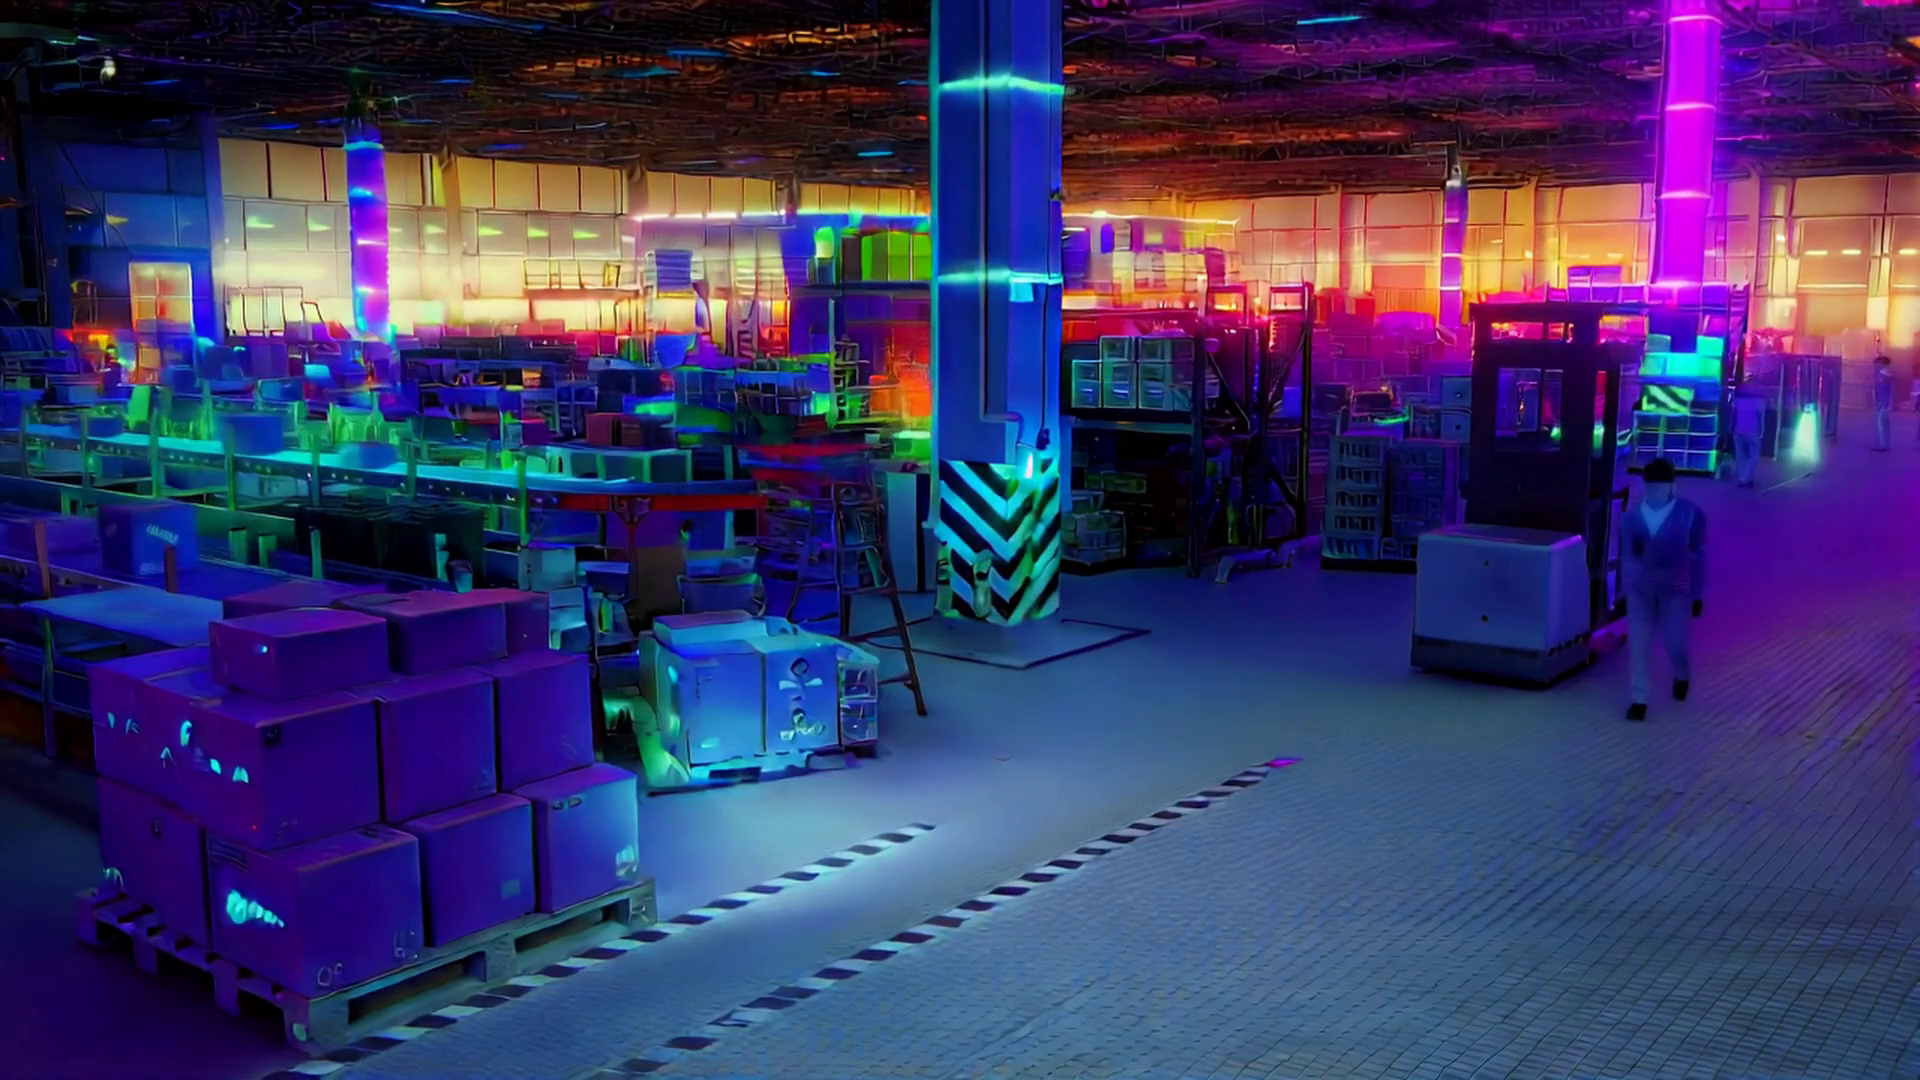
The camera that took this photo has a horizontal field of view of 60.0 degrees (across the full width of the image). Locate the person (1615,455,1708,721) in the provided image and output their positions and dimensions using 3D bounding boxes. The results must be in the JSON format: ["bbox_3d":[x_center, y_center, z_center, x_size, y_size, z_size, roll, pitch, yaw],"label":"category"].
[{"bbox_3d":[4.799,0.311,11.392,0.607,1.814,0.684,7,11,38],"label":"person"}]

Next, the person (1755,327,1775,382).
[{"bbox_3d":[26.317,-6.014,54.041,0.530,1.821,0.863,-4,9,-25],"label":"person"}]

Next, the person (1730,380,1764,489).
[{"bbox_3d":[11.632,-1.552,24.588,0.338,1.624,0.505,-8,11,-42],"label":"person"}]

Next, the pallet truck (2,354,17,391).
[{"bbox_3d":[-24.881,-4.417,42.634,1.885,1.965,0.823,8,11,41],"label":"pallet truck"}]

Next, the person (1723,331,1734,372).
[{"bbox_3d":[25.094,-6.024,54.395,0.527,1.717,0.568,-2,9,-11],"label":"person"}]

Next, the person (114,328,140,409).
[{"bbox_3d":[-20.955,-4.304,41.833,0.615,2.011,0.862,-2,9,-13],"label":"person"}]

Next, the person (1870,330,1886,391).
[{"bbox_3d":[26.863,-5.224,48.623,0.445,1.844,0.576,5,10,30],"label":"person"}]

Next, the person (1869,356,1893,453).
[{"bbox_3d":[16.775,-2.463,30.277,0.344,1.756,0.518,2,9,12],"label":"person"}]

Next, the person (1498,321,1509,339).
[{"bbox_3d":[18.911,-6.659,57.990,0.385,1.927,0.546,6,10,33],"label":"person"}]

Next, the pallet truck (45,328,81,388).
[{"bbox_3d":[-23.775,-4.544,43.495,1.885,1.965,0.823,6,10,35],"label":"pallet truck"}]

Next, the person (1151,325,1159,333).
[{"bbox_3d":[6.316,-6.034,53.904,0.843,1.891,0.546,0,8,1],"label":"person"}]

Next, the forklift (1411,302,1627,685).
[{"bbox_3d":[4.379,-0.438,12.852,1.129,2.768,1.873,7,11,37],"label":"forklift"}]

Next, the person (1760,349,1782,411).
[{"bbox_3d":[16.664,-3.035,34.156,0.531,1.757,0.398,-3,9,-18],"label":"person"}]

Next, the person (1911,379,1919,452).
[{"bbox_3d":[17.492,-2.373,29.991,0.545,1.645,0.838,0,8,3],"label":"person"}]

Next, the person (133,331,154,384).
[{"bbox_3d":[-22.026,-4.679,44.772,0.636,1.890,0.472,0,8,1],"label":"person"}]

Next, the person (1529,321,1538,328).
[{"bbox_3d":[26.294,-9.320,76.218,0.429,1.839,0.633,1,8,4],"label":"person"}]

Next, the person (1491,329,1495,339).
[{"bbox_3d":[13.774,-4.545,43.507,0.386,1.993,0.622,1,9,9],"label":"person"}]

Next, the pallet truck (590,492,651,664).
[{"bbox_3d":[-3.115,0.344,12.883,0.653,1.274,1.630,7,11,37],"label":"pallet truck"}]

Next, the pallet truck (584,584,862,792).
[{"bbox_3d":[-1.426,0.805,10.019,1.601,1.201,0.680,-4,9,-26],"label":"pallet truck"}]
